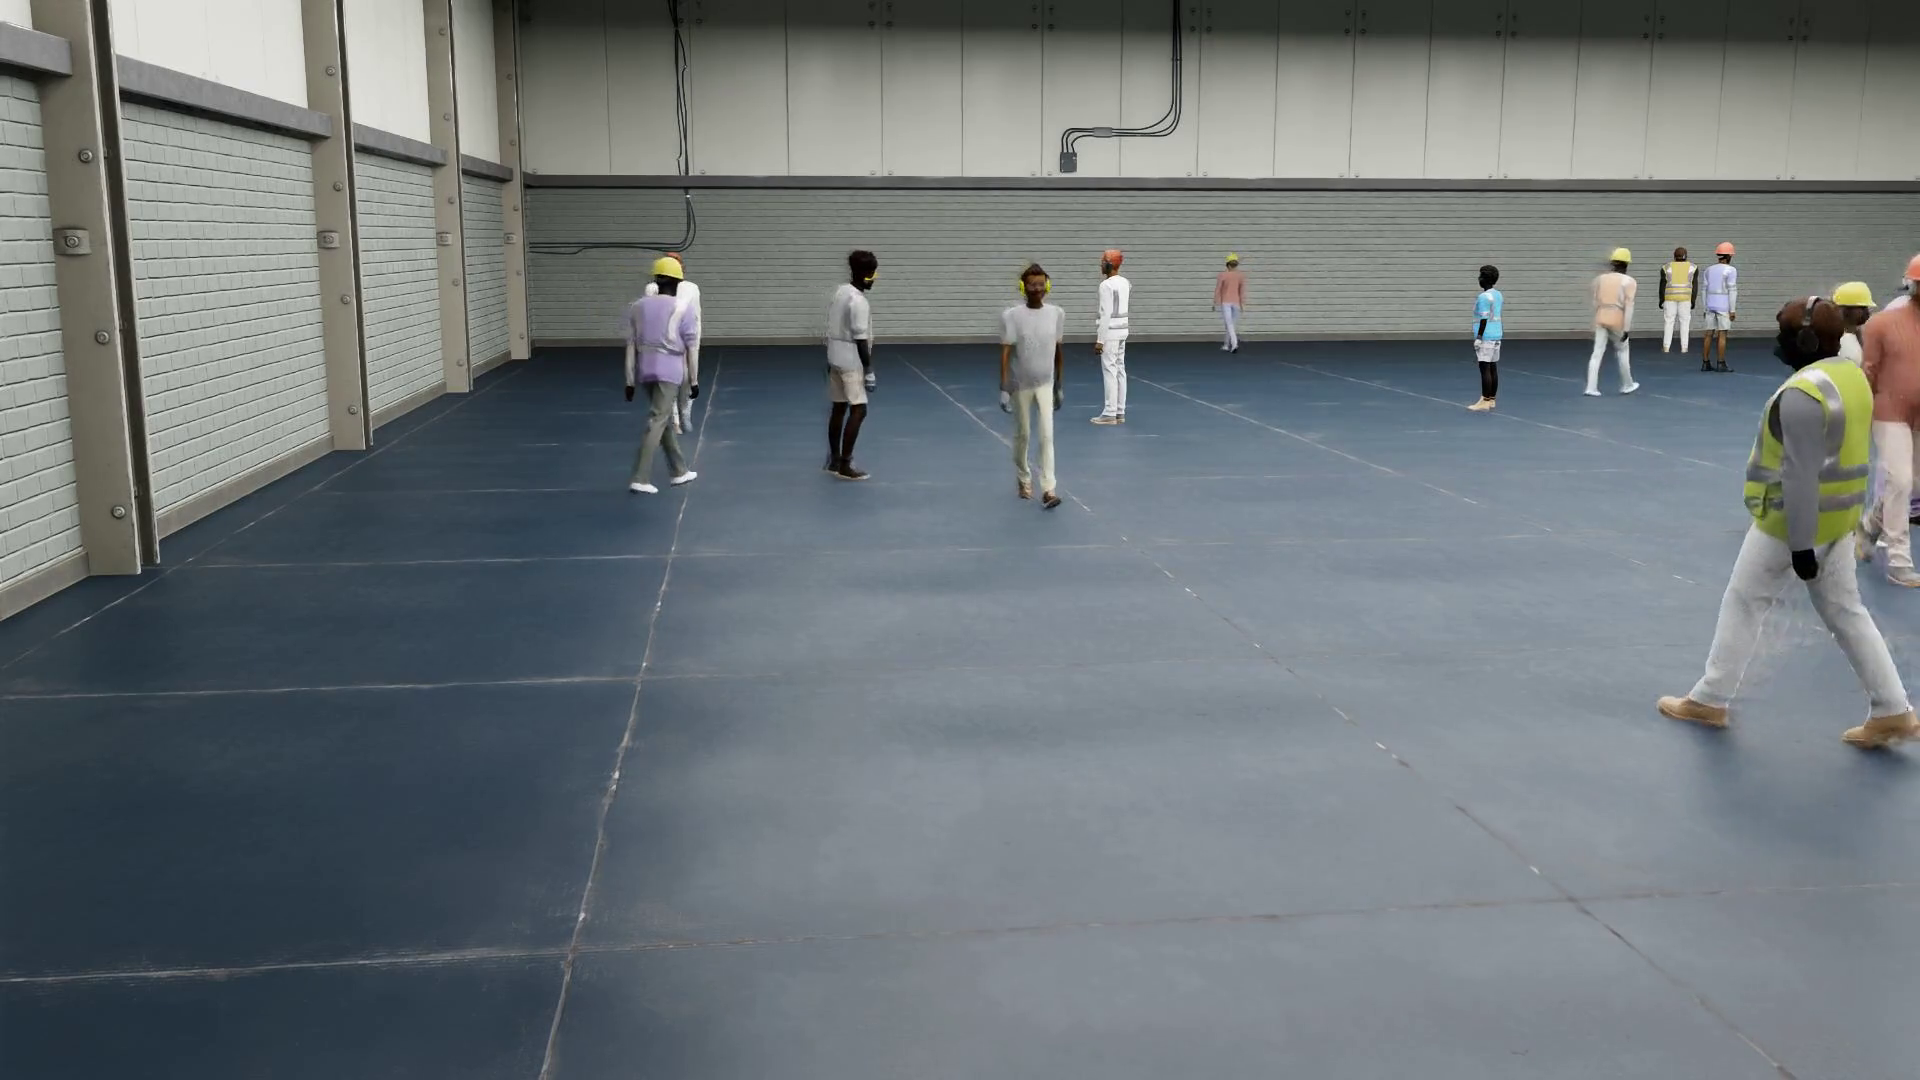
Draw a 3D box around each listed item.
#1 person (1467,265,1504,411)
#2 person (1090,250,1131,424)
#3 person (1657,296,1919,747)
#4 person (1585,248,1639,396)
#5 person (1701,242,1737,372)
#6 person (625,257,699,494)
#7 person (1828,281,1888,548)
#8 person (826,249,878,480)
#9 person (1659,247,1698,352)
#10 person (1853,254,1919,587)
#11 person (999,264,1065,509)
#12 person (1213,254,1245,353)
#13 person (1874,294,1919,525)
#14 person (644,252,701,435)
[{"bbox_3d":[6.129,-2.344,19.364,0.321,1.697,0.529,8,13,36],"label":"person"},{"bbox_3d":[1.638,-2.193,18.023,0.355,1.885,0.575,6,12,29],"label":"person"},{"bbox_3d":[3.412,-0.072,6.656,0.624,1.799,0.961,-9,13,-40],"label":"person"},{"bbox_3d":[8.361,-2.774,21.240,0.993,1.875,0.589,-9,14,-41],"label":"person"},{"bbox_3d":[11.402,-3.483,24.947,0.366,1.939,0.542,-5,12,-27],"label":"person"},{"bbox_3d":[-2.392,-1.313,13.273,0.580,1.868,0.959,5,12,27],"label":"person"},{"bbox_3d":[5.751,-0.842,11.020,0.805,1.742,0.527,7,13,35],"label":"person"},{"bbox_3d":[-0.937,-1.476,14.010,0.373,1.929,0.764,-4,11,-23],"label":"person"},{"bbox_3d":[12.592,-4.206,29.197,0.624,1.838,0.430,4,11,19],"label":"person"},{"bbox_3d":[5.634,-0.749,9.944,0.622,1.956,0.938,0,10,0],"label":"person"},{"bbox_3d":[0.547,-1.160,12.550,0.536,1.812,0.998,-2,10,-10],"label":"person"},{"bbox_3d":[4.760,-4.151,29.171,0.524,1.728,0.872,-3,11,-18],"label":"person"},{"bbox_3d":[6.676,-1.016,11.510,0.636,1.910,0.405,-1,10,-8],"label":"person"},{"bbox_3d":[-2.927,-1.997,16.988,0.588,1.865,0.431,-3,11,-15],"label":"person"}]
